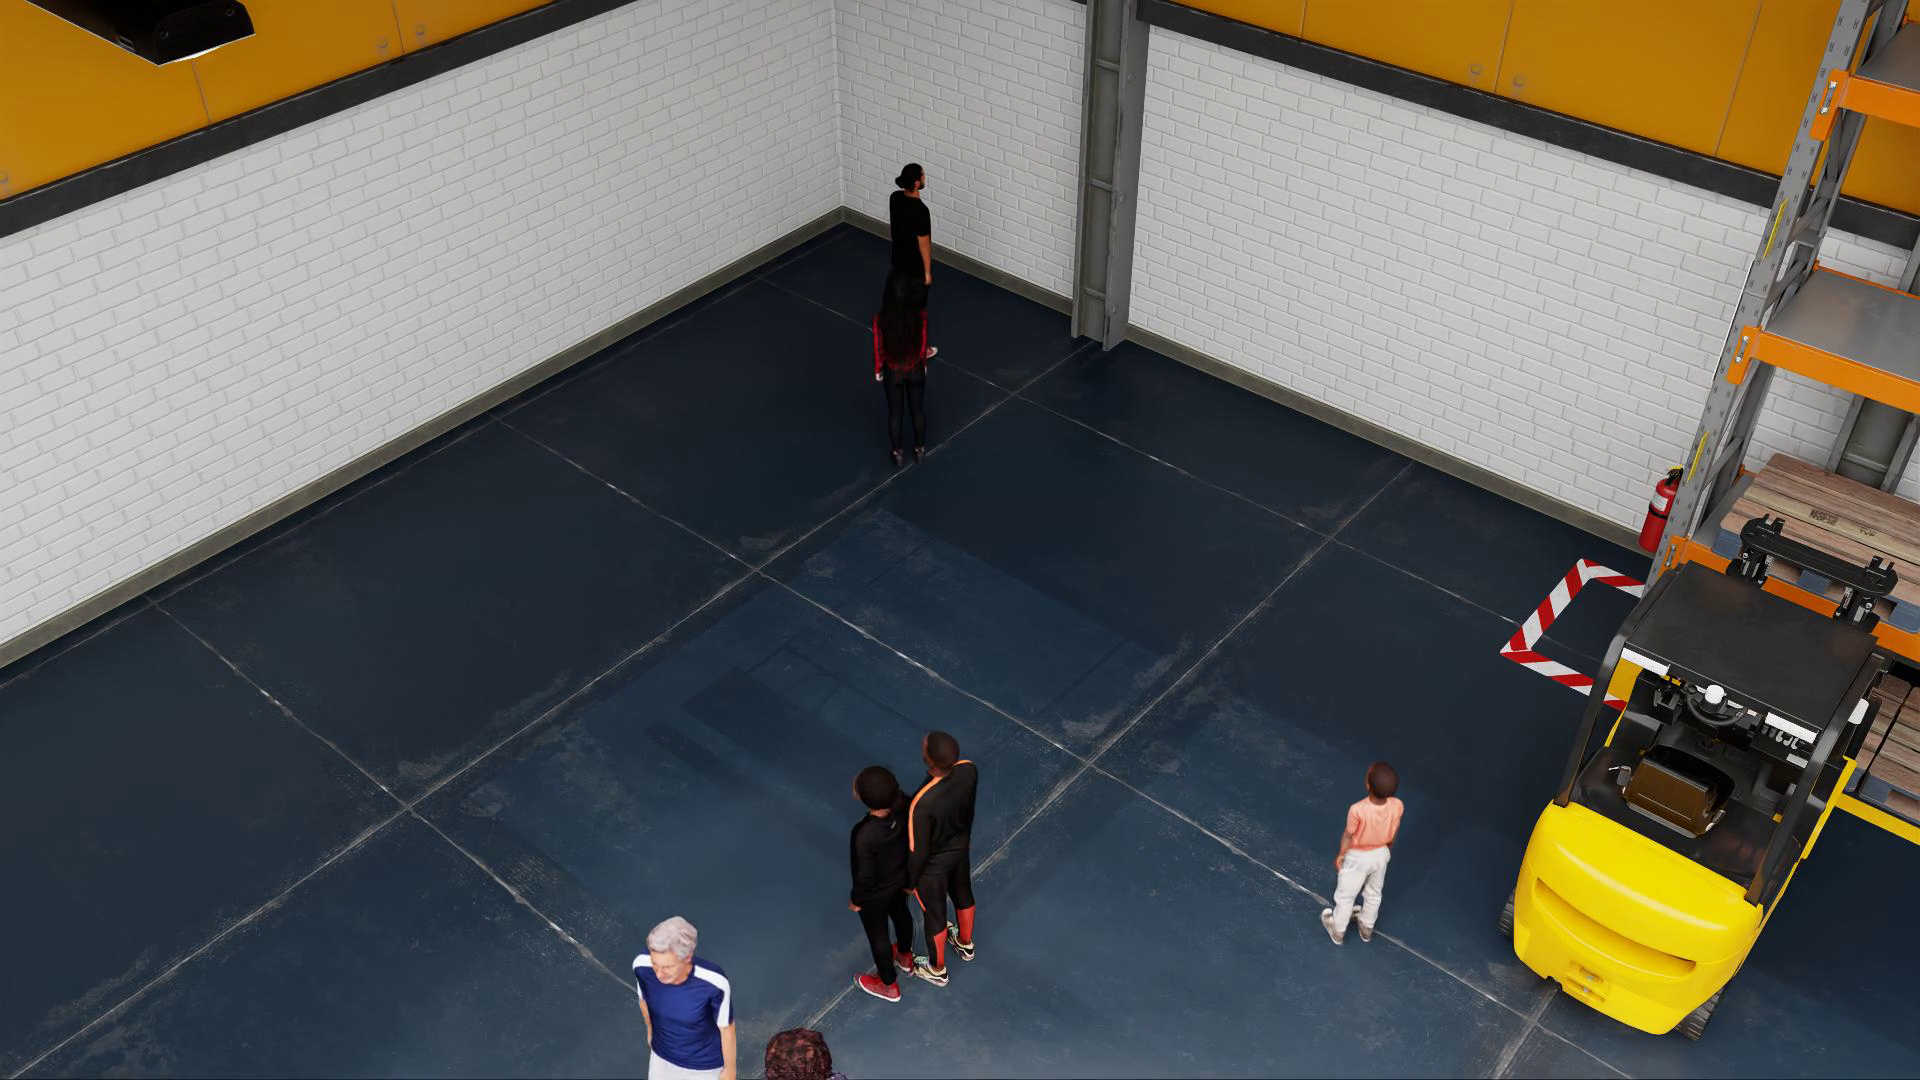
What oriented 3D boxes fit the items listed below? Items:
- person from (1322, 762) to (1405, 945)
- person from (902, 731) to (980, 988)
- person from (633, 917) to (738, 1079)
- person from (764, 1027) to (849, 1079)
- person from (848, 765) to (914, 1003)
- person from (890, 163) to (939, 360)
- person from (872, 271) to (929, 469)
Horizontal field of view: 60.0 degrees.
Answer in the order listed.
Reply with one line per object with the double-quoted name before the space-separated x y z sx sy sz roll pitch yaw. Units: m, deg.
"person" 2.227 1.728 9.109 0.556 1.309 0.605 -7 39 -9
"person" -0.093 1.662 8.792 0.547 1.808 0.636 32 48 33
"person" -1.247 2.346 7.937 1.107 1.806 1.033 7 39 9
"person" -0.626 2.835 7.425 0.682 1.683 0.704 -21 43 -24
"person" -0.397 1.787 8.746 0.575 1.671 0.613 26 45 28
"person" -0.414 -2.307 13.804 0.714 1.757 0.546 -27 46 -30
"person" -0.419 -1.273 12.592 0.658 1.653 0.685 -10 40 -12
